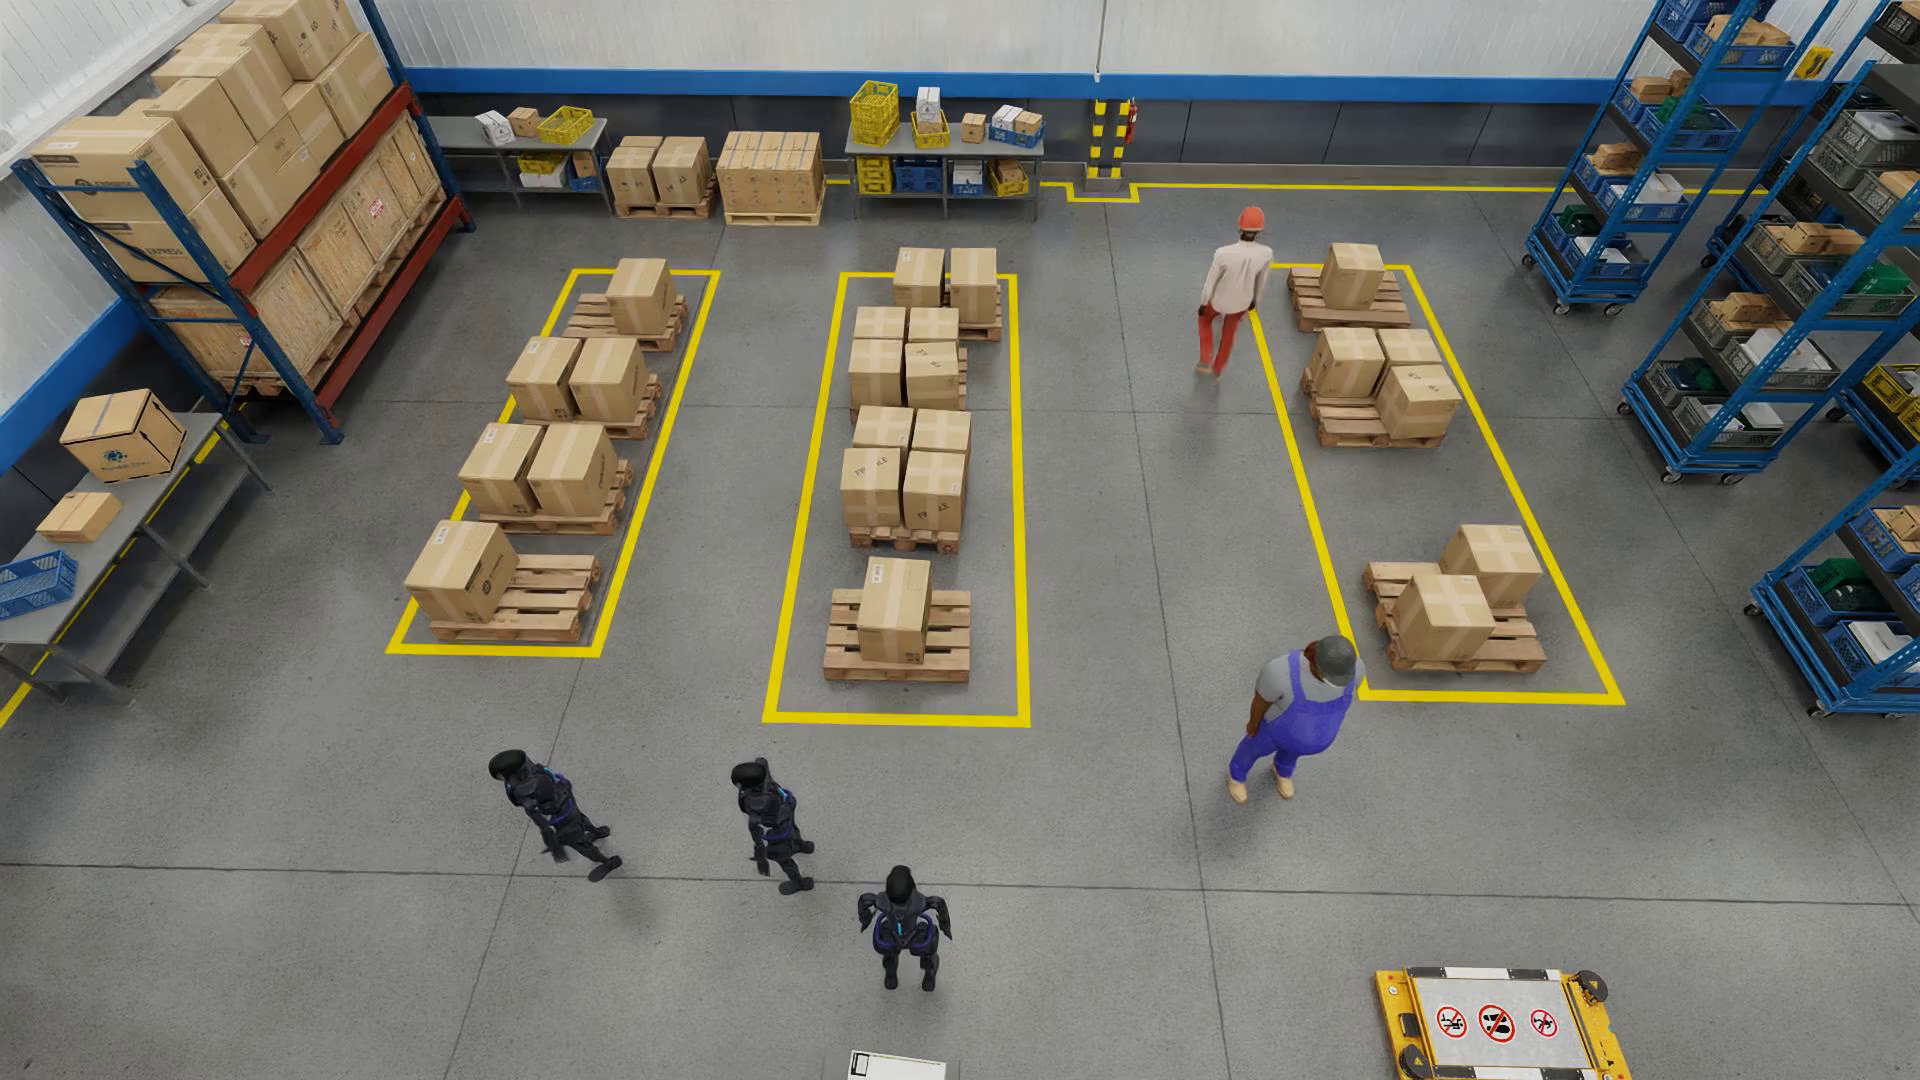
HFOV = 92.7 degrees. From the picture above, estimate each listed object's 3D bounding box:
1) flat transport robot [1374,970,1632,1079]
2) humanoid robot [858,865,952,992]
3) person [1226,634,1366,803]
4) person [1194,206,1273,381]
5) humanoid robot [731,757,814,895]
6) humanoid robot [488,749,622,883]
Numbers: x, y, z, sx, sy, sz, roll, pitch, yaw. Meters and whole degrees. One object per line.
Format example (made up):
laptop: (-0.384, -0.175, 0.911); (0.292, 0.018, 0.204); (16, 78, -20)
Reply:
flat transport robot: (3.501, 3.133, 5.914); (1.431, 0.197, 0.652); (1, 51, 1)
humanoid robot: (-0.339, 2.391, 5.625); (0.581, 1.652, 0.319); (2, 51, 2)
person: (2.323, 1.262, 6.315); (0.681, 2.000, 0.536); (-4, 51, -3)
person: (2.772, -2.498, 9.419); (0.655, 1.973, 0.461); (-4, 51, -3)
humanoid robot: (-1.233, 1.877, 6.046); (0.340, 1.650, 0.567); (-3, 51, -3)
humanoid robot: (-2.702, 1.811, 6.101); (0.357, 1.649, 0.561); (-24, 55, -18)
